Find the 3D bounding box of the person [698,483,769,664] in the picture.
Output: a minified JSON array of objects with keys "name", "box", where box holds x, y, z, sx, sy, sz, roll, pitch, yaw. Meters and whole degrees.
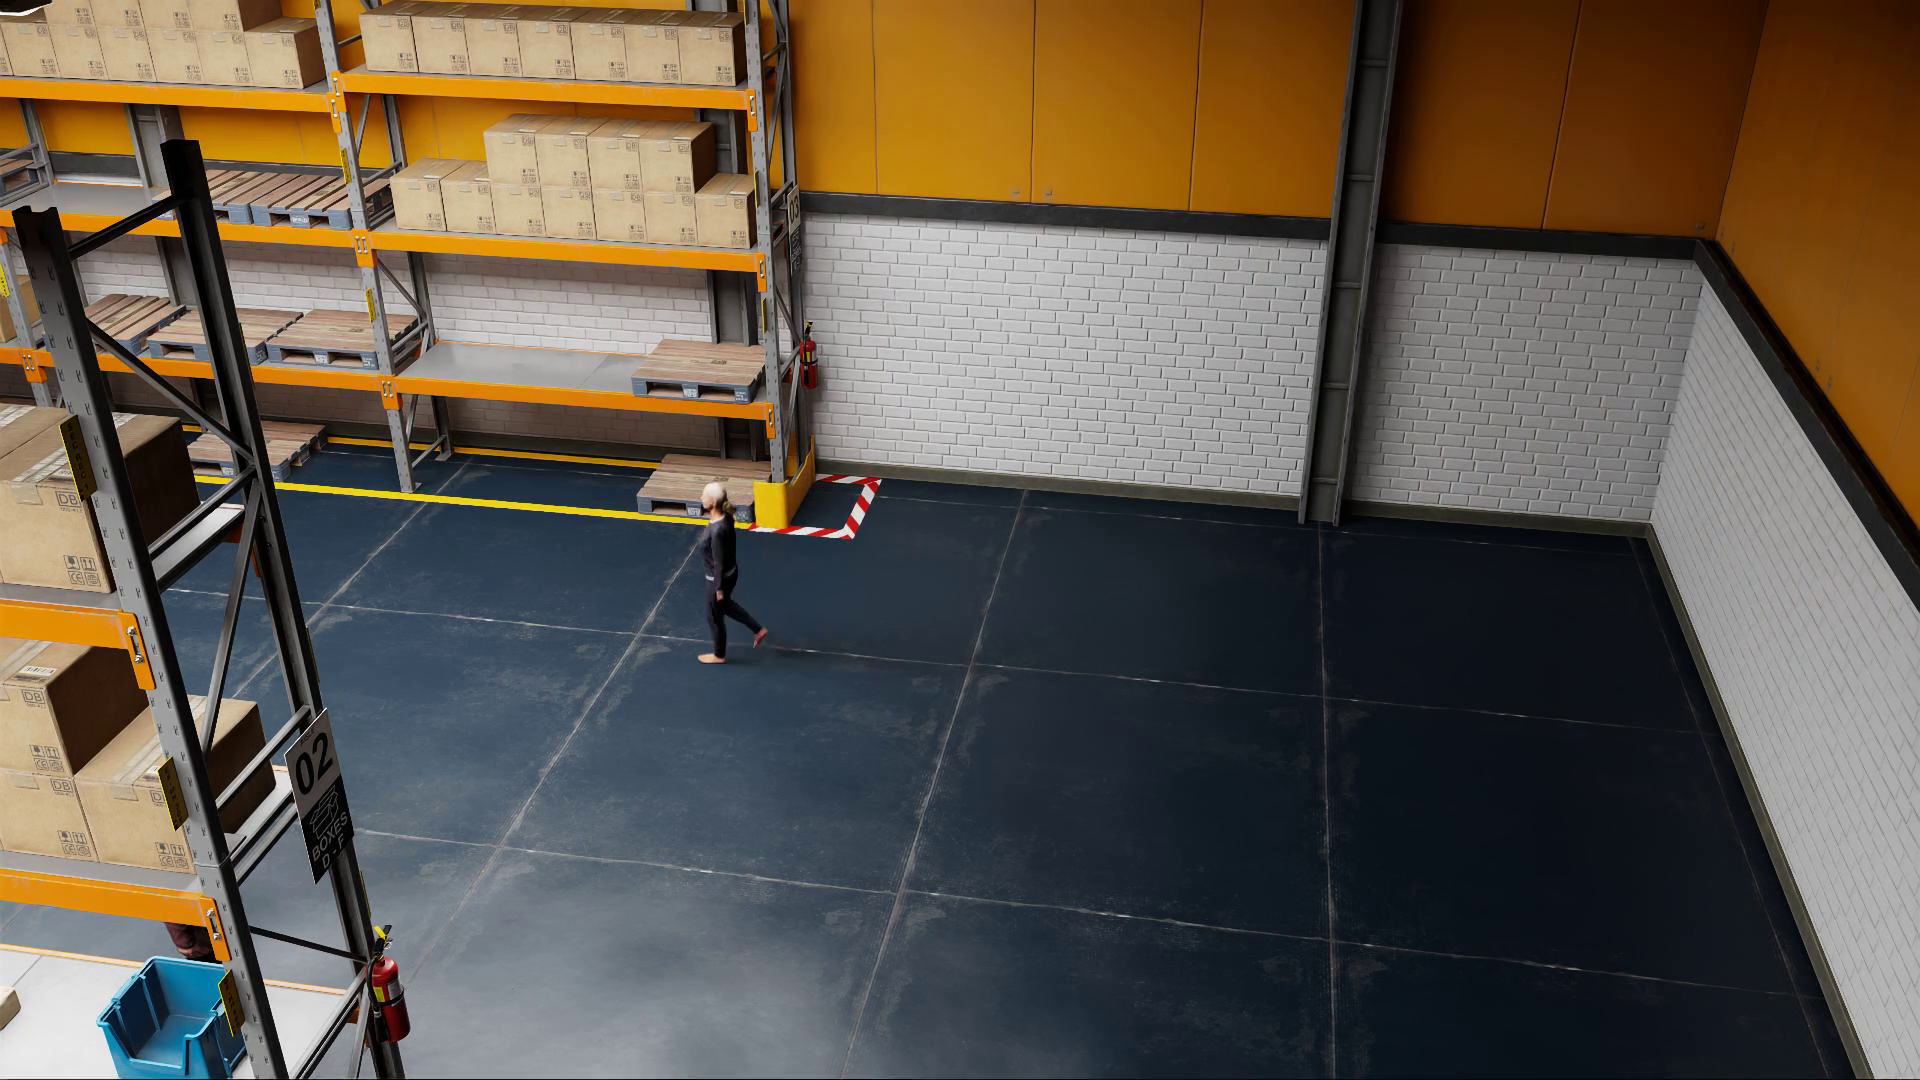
[{"name":"person","box":[-1.941,0.283,14.025,0.845,1.714,0.653,2,29,4]}]
